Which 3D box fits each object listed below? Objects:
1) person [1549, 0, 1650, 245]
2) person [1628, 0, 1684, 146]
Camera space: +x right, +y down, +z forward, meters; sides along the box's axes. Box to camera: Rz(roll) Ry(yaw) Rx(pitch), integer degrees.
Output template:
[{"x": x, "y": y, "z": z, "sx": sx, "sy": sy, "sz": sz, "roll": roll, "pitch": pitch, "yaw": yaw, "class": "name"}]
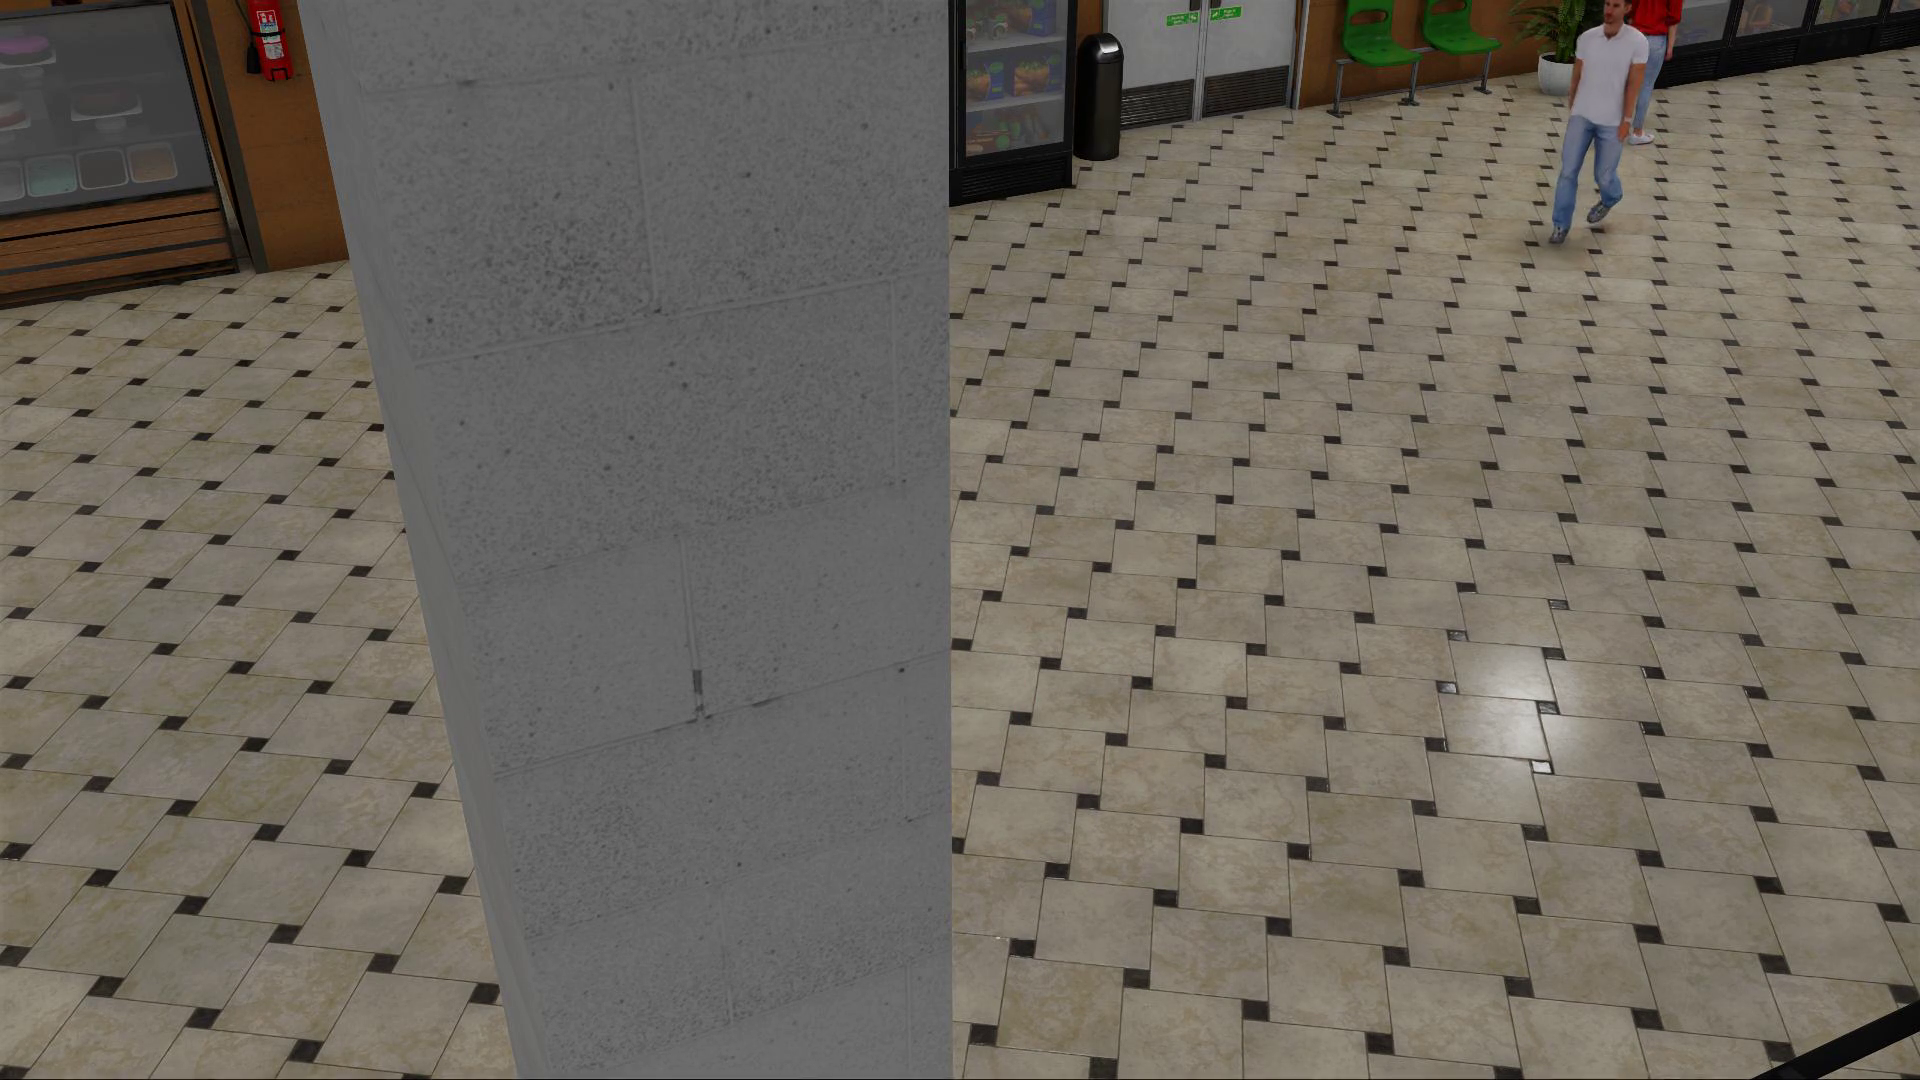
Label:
[{"x": 4.586, "y": -3.032, "z": 11.852, "sx": 1.072, "sy": 1.834, "sz": 1.015, "roll": 26, "pitch": 40, "yaw": 35, "class": "person"}, {"x": 5.693, "y": -4.140, "z": 13.754, "sx": 0.714, "sy": 1.705, "sz": 0.512, "roll": -21, "pitch": 38, "yaw": -30, "class": "person"}]
